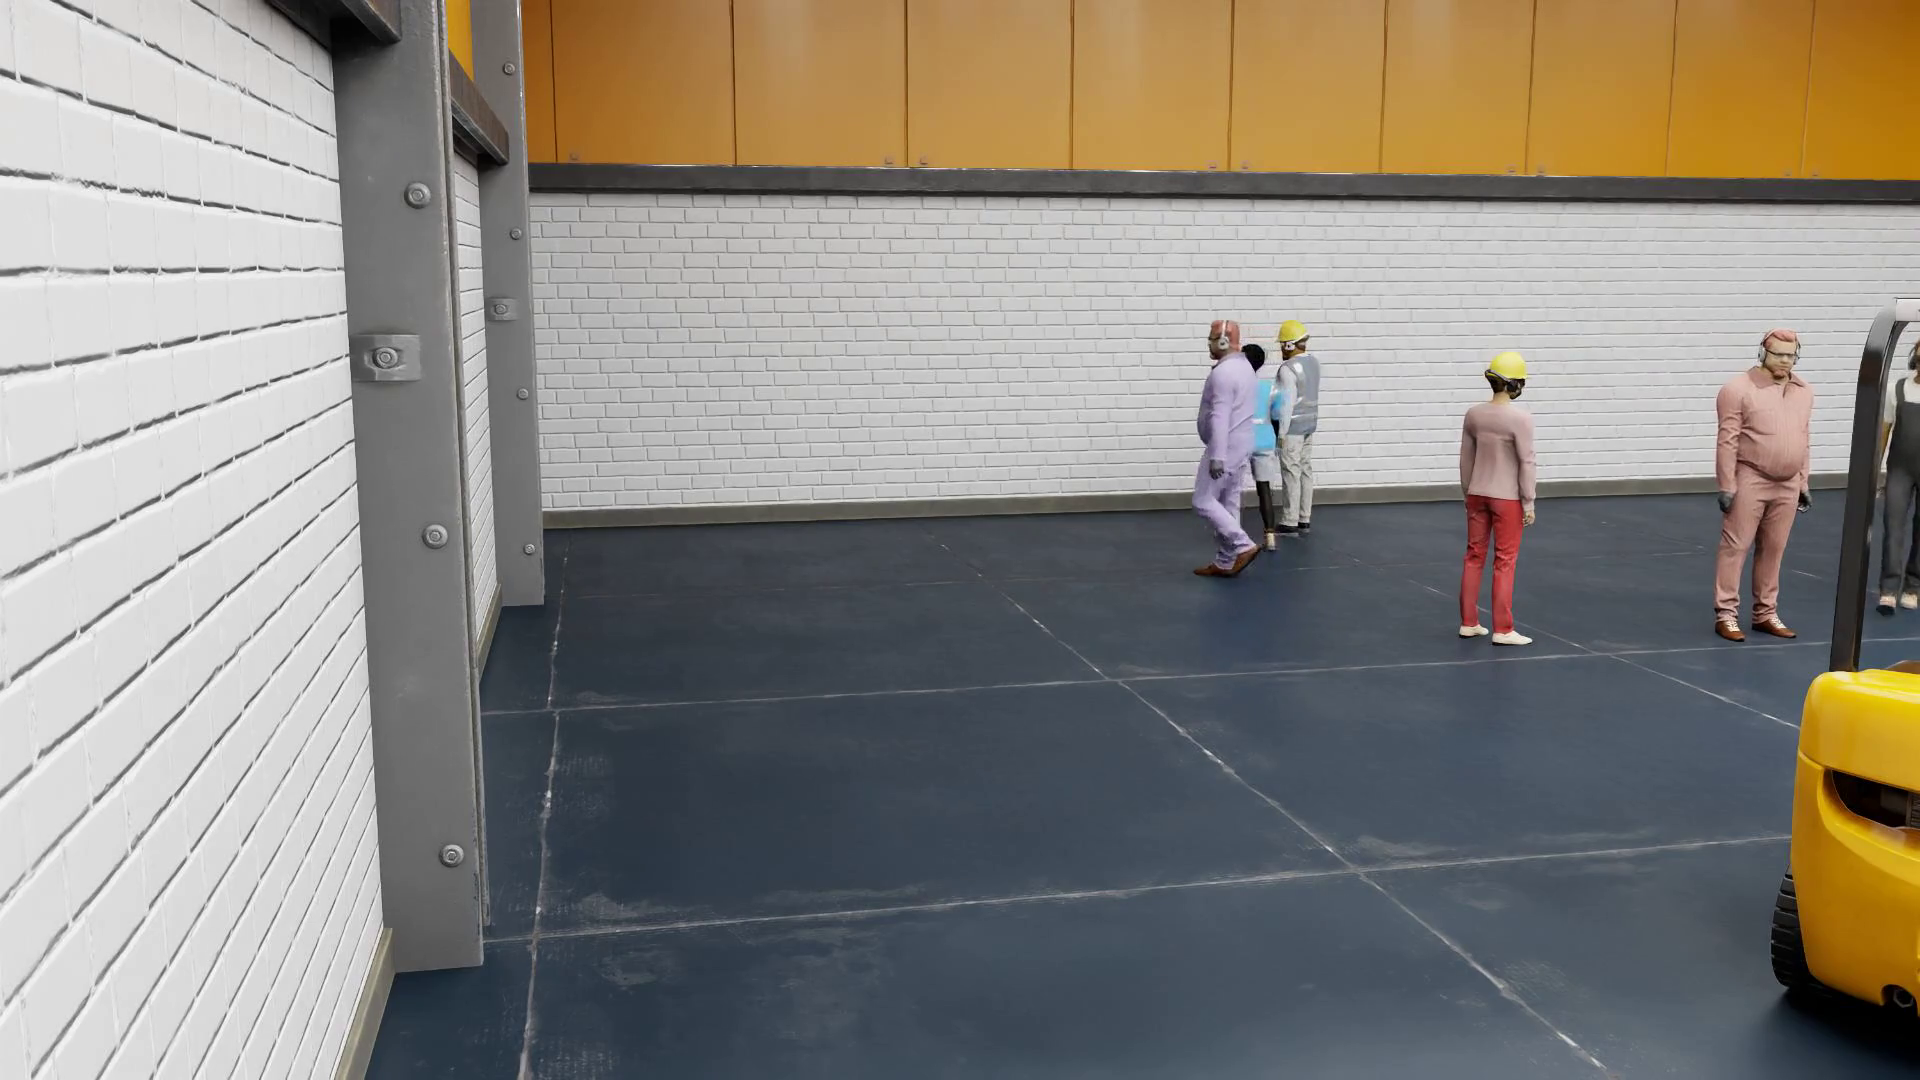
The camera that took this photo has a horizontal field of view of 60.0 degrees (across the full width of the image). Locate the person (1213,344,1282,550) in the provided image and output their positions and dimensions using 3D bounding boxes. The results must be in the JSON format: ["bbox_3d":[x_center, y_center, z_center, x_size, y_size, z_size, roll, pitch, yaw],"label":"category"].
[{"bbox_3d":[2.344,-0.759,13.481,0.544,1.655,0.790,-2,10,-11],"label":"person"}]

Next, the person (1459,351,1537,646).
[{"bbox_3d":[3.254,-0.249,10.031,0.313,1.767,0.534,-6,11,-31],"label":"person"}]

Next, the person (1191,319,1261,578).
[{"bbox_3d":[1.924,-0.644,12.035,0.454,1.893,0.672,5,10,26],"label":"person"}]

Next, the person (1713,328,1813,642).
[{"bbox_3d":[4.911,-0.332,10.130,0.636,1.903,0.405,-2,10,-13],"label":"person"}]

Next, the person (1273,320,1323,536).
[{"bbox_3d":[2.814,-0.944,14.077,0.403,1.829,0.588,7,12,37],"label":"person"}]

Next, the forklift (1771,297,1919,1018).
[{"bbox_3d":[3.542,0.334,5.177,2.313,2.155,1.214,-9,13,-43],"label":"forklift"}]

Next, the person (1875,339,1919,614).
[{"bbox_3d":[6.215,-0.402,10.806,0.540,1.814,0.852,5,11,30],"label":"person"}]
